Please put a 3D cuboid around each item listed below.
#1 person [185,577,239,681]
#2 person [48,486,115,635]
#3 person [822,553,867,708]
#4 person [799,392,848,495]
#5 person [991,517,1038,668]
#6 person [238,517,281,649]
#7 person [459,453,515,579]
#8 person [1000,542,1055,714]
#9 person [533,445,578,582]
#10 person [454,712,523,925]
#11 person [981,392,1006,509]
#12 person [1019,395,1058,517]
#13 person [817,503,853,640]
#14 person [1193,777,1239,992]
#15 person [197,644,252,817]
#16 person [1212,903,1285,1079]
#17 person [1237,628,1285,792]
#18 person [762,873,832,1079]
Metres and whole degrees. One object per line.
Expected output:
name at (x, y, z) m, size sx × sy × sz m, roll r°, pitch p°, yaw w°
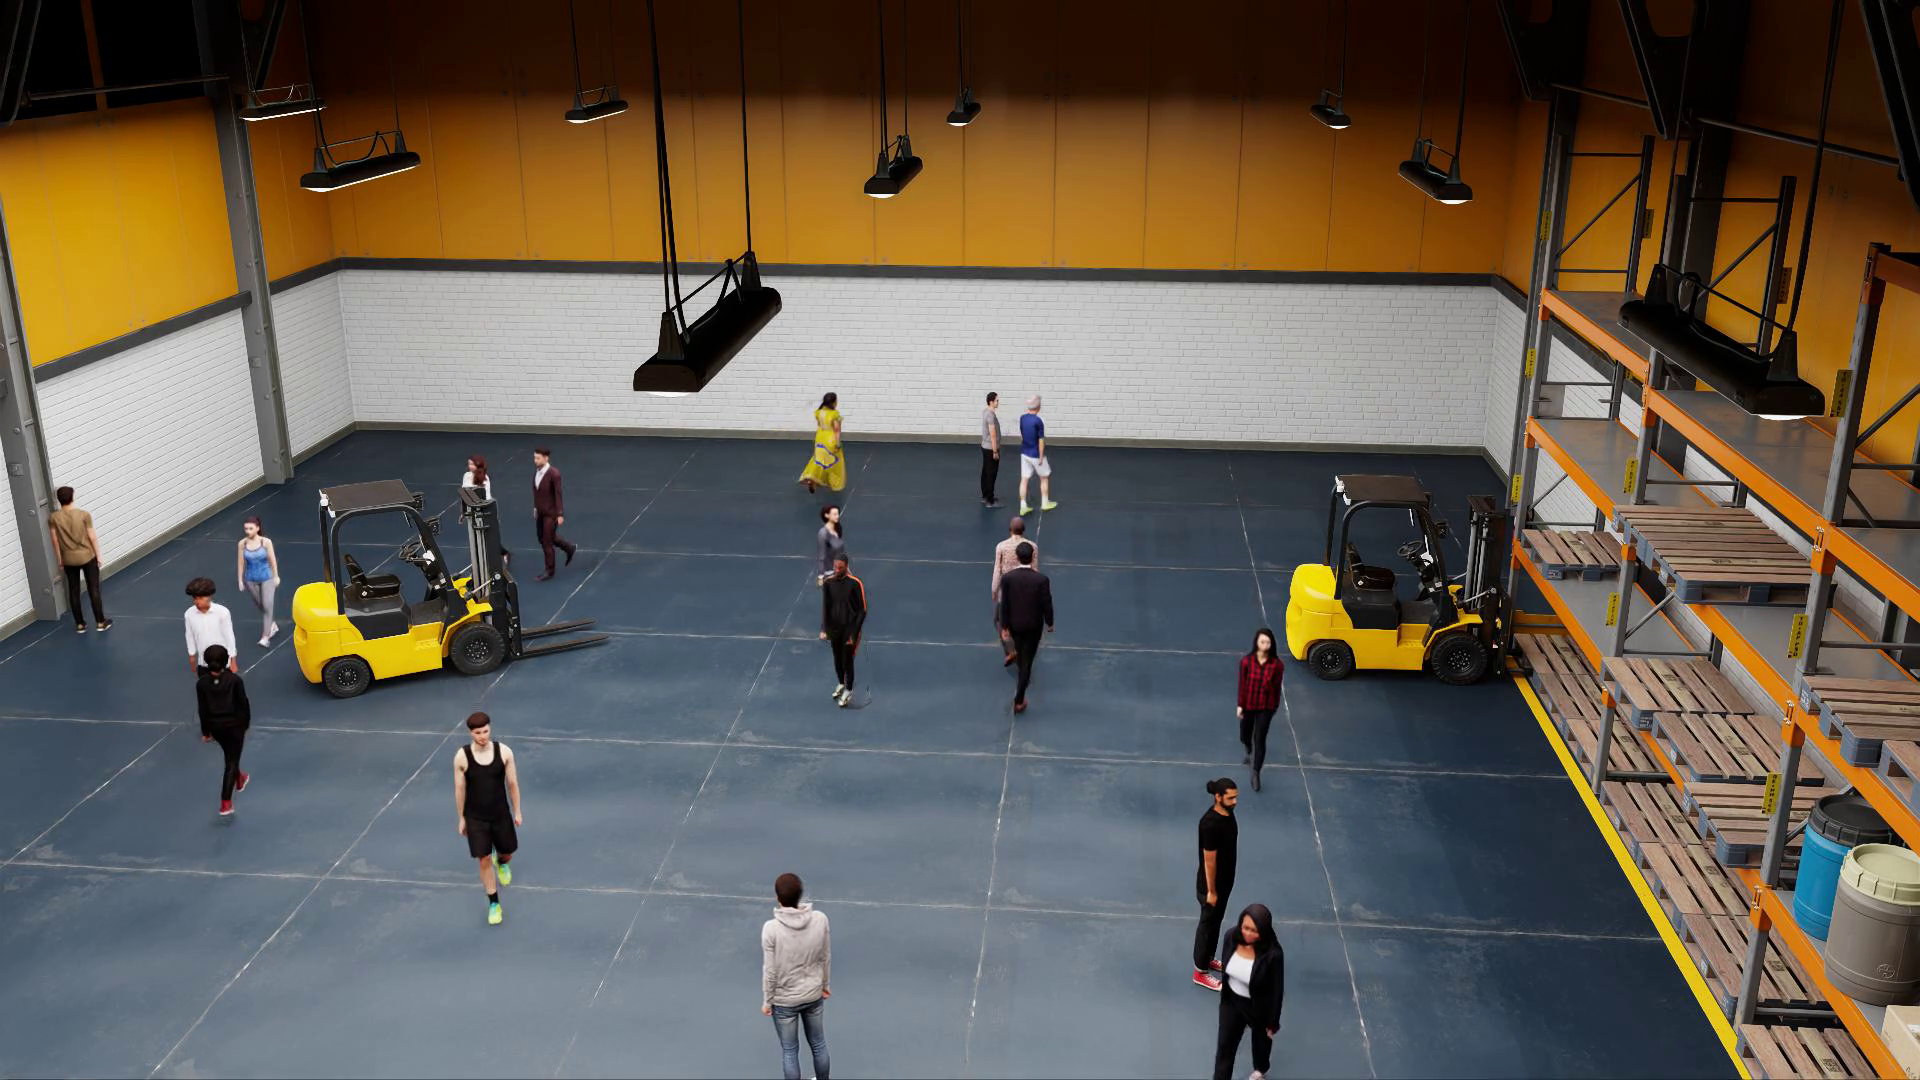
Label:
person at (-7.798, 1.203, 17.481) m, size 0.726 × 1.794 × 0.690 m, roll -3°, pitch 19°, yaw -8°
person at (-10.760, 0.228, 20.286) m, size 0.721 × 1.851 × 0.666 m, roll -4°, pitch 19°, yaw -10°
person at (-1.215, 0.968, 18.219) m, size 0.767 × 1.766 × 0.887 m, roll 9°, pitch 21°, yaw 26°
person at (-2.071, -1.455, 25.627) m, size 1.096 × 1.631 × 1.328 m, roll 10°, pitch 21°, yaw 28°
person at (0.640, 0.629, 19.183) m, size 0.870 × 1.794 × 0.978 m, roll -5°, pitch 19°, yaw -14°
person at (-8.383, 0.477, 19.986) m, size 0.649 × 1.571 × 1.050 m, roll -1°, pitch 19°, yaw -2°
person at (-6.286, -0.301, 22.007) m, size 0.981 × 1.755 × 1.207 m, roll 13°, pitch 23°, yaw 35°
person at (0.697, 0.982, 18.088) m, size 0.900 × 1.824 × 1.280 m, roll 6°, pitch 19°, yaw 17°
person at (-5.418, -0.392, 22.135) m, size 1.119 × 1.845 × 1.026 m, roll -17°, pitch 25°, yaw -41°
person at (-4.018, 2.289, 14.125) m, size 0.914 × 1.877 × 1.083 m, roll -6°, pitch 20°, yaw -18°
person at (0.462, -1.390, 25.241) m, size 0.745 × 1.754 × 0.594 m, roll -4°, pitch 19°, yaw -13°
person at (1.024, -1.239, 24.701) m, size 0.931 × 1.812 × 1.033 m, roll 15°, pitch 24°, yaw 37°
person at (-1.620, 0.394, 19.944) m, size 0.754 × 1.755 × 0.729 m, roll 6°, pitch 19°, yaw 16°
person at (2.015, 2.682, 13.148) m, size 0.749 × 1.756 × 0.593 m, roll 8°, pitch 20°, yaw 22°
person at (-7.001, 1.837, 15.852) m, size 0.686 × 1.631 × 1.149 m, roll -2°, pitch 19°, yaw -5°
person at (2.085, 3.244, 11.768) m, size 0.966 × 1.570 × 1.180 m, roll 11°, pitch 22°, yaw 30°
person at (2.930, 1.623, 16.481) m, size 0.614 × 1.636 × 0.931 m, roll 2°, pitch 19°, yaw 7°
person at (-1.131, 3.166, 11.564) m, size 0.761 × 1.850 × 0.785 m, roll -11°, pitch 22°, yaw -30°
